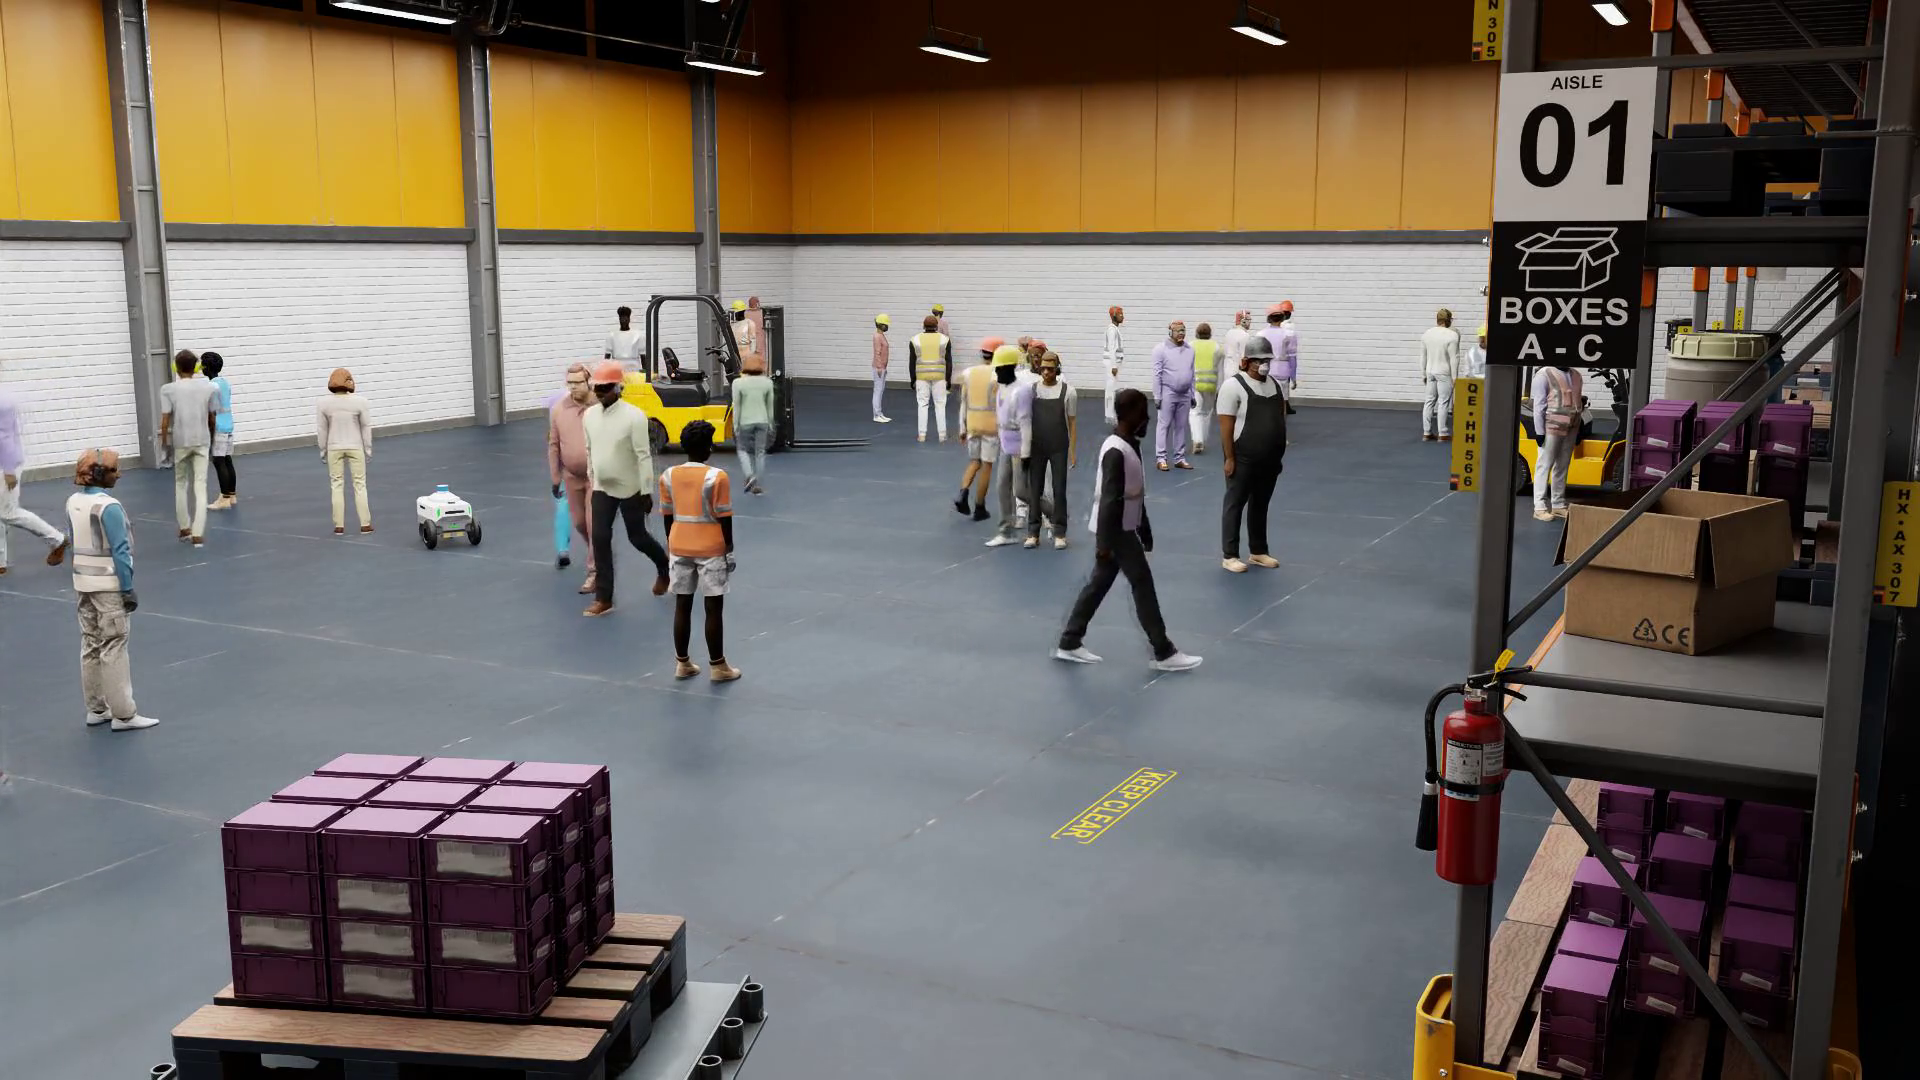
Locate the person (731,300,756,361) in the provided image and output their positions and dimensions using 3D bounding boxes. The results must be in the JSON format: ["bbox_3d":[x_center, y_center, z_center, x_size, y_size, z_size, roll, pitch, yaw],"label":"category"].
[{"bbox_3d":[-3.836,-3.239,29.188,0.586,1.917,0.380,8,12,37],"label":"person"}]

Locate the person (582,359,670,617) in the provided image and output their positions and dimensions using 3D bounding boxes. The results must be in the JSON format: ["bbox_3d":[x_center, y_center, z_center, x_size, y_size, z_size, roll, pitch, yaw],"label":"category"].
[{"bbox_3d":[-2.563,-0.428,12.822,0.629,1.963,0.916,5,11,27],"label":"person"}]

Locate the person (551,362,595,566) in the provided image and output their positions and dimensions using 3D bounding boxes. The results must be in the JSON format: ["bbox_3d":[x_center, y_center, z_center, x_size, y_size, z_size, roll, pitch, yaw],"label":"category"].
[{"bbox_3d":[-3.393,-0.686,14.799,0.587,1.793,0.996,1,10,8],"label":"person"}]

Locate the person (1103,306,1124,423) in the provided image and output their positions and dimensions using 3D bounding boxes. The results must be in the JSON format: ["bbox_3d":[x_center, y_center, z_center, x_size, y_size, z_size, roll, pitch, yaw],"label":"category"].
[{"bbox_3d":[2.493,-2.834,26.942,0.360,1.883,0.574,1,10,7],"label":"person"}]

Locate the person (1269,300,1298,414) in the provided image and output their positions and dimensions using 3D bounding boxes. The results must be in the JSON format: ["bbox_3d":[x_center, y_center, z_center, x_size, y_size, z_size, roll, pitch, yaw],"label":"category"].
[{"bbox_3d":[5.531,-3.116,28.412,0.376,1.935,0.550,-10,14,-44],"label":"person"}]

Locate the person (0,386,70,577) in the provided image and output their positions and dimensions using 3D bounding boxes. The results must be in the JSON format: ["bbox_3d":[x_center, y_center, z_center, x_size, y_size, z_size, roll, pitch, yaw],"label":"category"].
[{"bbox_3d":[-8.022,-0.626,14.062,0.637,1.921,0.702,8,13,39],"label":"person"}]

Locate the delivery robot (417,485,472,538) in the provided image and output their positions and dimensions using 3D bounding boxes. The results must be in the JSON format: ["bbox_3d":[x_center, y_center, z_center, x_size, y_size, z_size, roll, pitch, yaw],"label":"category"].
[{"bbox_3d":[-4.877,-0.279,15.715,0.477,0.478,0.707,-6,12,-33],"label":"delivery robot"}]

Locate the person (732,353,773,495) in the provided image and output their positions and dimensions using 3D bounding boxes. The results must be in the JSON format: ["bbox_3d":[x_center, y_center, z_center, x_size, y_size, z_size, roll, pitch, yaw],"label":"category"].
[{"bbox_3d":[-2.353,-1.311,18.878,0.500,1.625,0.346,-4,11,-22],"label":"person"}]

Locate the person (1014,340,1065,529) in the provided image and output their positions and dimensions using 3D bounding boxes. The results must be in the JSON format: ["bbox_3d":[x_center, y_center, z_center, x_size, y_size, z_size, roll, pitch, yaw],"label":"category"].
[{"bbox_3d":[0.763,-1.045,16.578,0.586,1.882,0.340,0,10,-1],"label":"person"}]

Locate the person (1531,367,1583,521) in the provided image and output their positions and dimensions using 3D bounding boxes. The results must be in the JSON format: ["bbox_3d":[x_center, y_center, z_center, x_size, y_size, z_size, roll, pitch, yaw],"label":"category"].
[{"bbox_3d":[6.175,-1.123,17.150,0.625,1.846,0.429,-5,11,-28],"label":"person"}]

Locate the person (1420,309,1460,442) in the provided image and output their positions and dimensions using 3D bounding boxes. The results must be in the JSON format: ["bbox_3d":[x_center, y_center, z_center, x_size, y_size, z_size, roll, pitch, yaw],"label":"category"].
[{"bbox_3d":[6.985,-2.388,24.197,0.354,1.938,0.635,-7,12,-35],"label":"person"}]

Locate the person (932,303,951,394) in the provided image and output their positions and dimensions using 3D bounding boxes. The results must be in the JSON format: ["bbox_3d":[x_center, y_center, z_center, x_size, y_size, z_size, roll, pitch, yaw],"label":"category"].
[{"bbox_3d":[-0.422,-3.718,32.386,0.523,1.772,0.303,7,12,34],"label":"person"}]

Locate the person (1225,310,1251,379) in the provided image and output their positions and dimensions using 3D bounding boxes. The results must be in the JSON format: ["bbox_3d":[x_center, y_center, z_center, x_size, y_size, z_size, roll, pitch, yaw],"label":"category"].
[{"bbox_3d":[4.166,-2.453,24.663,0.401,1.907,0.648,-2,10,-14],"label":"person"}]

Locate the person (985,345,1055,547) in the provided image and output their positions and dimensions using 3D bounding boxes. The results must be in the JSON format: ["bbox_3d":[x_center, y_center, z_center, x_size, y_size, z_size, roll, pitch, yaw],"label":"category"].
[{"bbox_3d":[0.601,-0.880,15.583,0.722,1.898,0.604,-5,11,-28],"label":"person"}]

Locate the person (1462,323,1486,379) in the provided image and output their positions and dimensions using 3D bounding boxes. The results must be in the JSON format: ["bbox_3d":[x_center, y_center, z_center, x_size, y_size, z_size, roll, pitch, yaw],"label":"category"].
[{"bbox_3d":[7.039,-2.005,22.344,0.617,1.808,0.469,5,11,26],"label":"person"}]

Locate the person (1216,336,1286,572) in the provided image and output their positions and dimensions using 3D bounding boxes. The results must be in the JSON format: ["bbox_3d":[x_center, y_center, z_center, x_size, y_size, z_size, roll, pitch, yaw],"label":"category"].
[{"bbox_3d":[2.575,-0.749,14.413,0.676,2.000,0.536,-6,12,-32],"label":"person"}]

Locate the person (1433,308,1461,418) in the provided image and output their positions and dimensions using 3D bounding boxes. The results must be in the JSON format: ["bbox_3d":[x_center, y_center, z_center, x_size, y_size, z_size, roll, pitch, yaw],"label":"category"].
[{"bbox_3d":[8.045,-2.953,27.775,0.599,1.830,0.403,-3,10,-17],"label":"person"}]

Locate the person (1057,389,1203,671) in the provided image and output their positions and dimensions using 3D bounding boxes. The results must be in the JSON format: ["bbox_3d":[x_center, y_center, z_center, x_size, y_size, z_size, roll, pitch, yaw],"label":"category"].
[{"bbox_3d":[1.095,-0.071,10.995,0.999,1.865,0.611,2,10,13],"label":"person"}]

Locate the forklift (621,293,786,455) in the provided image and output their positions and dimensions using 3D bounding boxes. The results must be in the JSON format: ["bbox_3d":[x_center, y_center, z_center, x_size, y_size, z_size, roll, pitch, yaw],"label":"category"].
[{"bbox_3d":[-3.588,-2.317,23.042,2.313,2.155,1.214,-1,10,-5],"label":"forklift"}]

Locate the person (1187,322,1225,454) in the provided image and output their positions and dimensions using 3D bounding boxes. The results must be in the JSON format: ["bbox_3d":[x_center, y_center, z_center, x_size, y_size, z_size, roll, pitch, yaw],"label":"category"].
[{"bbox_3d":[3.319,-2.085,22.845,0.625,1.810,0.903,0,10,1],"label":"person"}]

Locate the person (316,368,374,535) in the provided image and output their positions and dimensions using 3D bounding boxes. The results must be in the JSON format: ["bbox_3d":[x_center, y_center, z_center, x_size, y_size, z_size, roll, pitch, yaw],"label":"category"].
[{"bbox_3d":[-6.004,-0.862,16.244,0.501,1.632,0.288,-2,10,-14],"label":"person"}]

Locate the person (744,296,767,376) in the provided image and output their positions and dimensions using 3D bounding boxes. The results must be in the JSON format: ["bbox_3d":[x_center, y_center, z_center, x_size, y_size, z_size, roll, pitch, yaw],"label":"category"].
[{"bbox_3d":[-3.971,-3.759,32.234,0.646,1.904,0.401,0,10,-2],"label":"person"}]

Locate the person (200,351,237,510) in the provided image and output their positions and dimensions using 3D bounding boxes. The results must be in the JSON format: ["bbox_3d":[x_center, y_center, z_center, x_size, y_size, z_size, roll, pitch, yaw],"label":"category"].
[{"bbox_3d":[-7.973,-1.171,17.848,0.316,1.696,0.541,-1,10,-7],"label":"person"}]

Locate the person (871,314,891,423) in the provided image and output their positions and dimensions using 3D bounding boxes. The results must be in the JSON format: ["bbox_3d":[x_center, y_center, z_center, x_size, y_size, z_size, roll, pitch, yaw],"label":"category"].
[{"bbox_3d":[-1.274,-2.792,27.043,0.315,1.766,0.523,1,10,6],"label":"person"}]

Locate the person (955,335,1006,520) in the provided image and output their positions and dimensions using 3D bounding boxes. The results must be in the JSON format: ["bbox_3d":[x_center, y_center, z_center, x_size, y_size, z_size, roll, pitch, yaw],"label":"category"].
[{"bbox_3d":[0.260,-1.136,17.007,0.574,1.917,0.444,7,12,35],"label":"person"}]

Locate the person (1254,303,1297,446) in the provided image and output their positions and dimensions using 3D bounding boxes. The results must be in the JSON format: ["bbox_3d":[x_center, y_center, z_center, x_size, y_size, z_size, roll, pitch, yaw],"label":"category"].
[{"bbox_3d":[4.479,-2.338,23.649,0.620,2.031,0.407,4,11,22],"label":"person"}]

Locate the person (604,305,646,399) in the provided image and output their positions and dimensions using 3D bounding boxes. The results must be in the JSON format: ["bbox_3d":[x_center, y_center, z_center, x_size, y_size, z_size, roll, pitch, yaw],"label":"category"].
[{"bbox_3d":[-5.034,-2.537,24.993,0.626,1.961,0.432,0,10,2],"label":"person"}]

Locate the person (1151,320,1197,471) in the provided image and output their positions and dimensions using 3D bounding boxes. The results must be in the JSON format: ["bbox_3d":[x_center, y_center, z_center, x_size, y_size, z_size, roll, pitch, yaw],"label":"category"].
[{"bbox_3d":[2.733,-1.831,21.065,0.640,1.908,0.409,-5,11,-27],"label":"person"}]

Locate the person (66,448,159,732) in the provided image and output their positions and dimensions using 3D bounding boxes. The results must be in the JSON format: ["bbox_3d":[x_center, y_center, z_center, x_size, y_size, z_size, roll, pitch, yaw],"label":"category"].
[{"bbox_3d":[-4.924,0.287,9.580,0.512,1.638,0.312,7,12,34],"label":"person"}]

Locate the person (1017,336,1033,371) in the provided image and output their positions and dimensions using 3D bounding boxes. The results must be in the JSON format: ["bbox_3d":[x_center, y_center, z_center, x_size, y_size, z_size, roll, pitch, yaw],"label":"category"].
[{"bbox_3d":[0.928,-1.931,22.450,0.317,1.631,0.524,1,10,6],"label":"person"}]

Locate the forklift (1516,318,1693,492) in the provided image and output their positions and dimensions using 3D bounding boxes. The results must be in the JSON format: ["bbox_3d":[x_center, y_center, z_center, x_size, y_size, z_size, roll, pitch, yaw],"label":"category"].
[{"bbox_3d":[7.066,-1.601,18.899,2.313,2.155,1.214,5,11,27],"label":"forklift"}]

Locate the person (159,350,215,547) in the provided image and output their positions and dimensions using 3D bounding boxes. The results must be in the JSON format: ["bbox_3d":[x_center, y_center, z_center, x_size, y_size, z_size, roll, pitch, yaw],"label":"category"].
[{"bbox_3d":[-7.312,-0.881,15.785,0.506,1.822,0.874,-5,11,-26],"label":"person"}]

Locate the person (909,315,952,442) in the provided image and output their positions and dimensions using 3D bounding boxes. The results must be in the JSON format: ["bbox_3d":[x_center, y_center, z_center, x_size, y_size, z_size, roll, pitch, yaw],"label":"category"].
[{"bbox_3d":[-0.427,-2.352,24.266,0.626,1.843,0.430,0,10,1],"label":"person"}]

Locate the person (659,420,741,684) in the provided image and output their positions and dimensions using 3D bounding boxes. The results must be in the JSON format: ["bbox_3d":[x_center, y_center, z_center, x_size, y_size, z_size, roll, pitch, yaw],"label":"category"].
[{"bbox_3d":[-1.664,0.077,10.636,0.531,1.692,0.320,4,11,24],"label":"person"}]

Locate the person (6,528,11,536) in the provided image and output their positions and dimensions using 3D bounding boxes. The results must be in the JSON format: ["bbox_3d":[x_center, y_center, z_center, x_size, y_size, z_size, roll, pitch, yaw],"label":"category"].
[{"bbox_3d":[-9.113,-0.681,15.302,0.535,1.591,0.823,5,11,26],"label":"person"}]

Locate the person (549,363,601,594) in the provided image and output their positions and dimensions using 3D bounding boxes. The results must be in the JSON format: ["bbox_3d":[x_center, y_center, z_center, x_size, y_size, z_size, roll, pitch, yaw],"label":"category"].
[{"bbox_3d":[-3.033,-0.539,13.727,0.683,1.869,0.860,2,10,12],"label":"person"}]

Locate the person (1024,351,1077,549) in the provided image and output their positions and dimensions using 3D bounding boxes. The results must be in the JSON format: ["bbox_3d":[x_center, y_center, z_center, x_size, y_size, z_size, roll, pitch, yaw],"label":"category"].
[{"bbox_3d":[0.822,-0.829,15.445,0.514,1.842,0.328,2,10,10],"label":"person"}]
